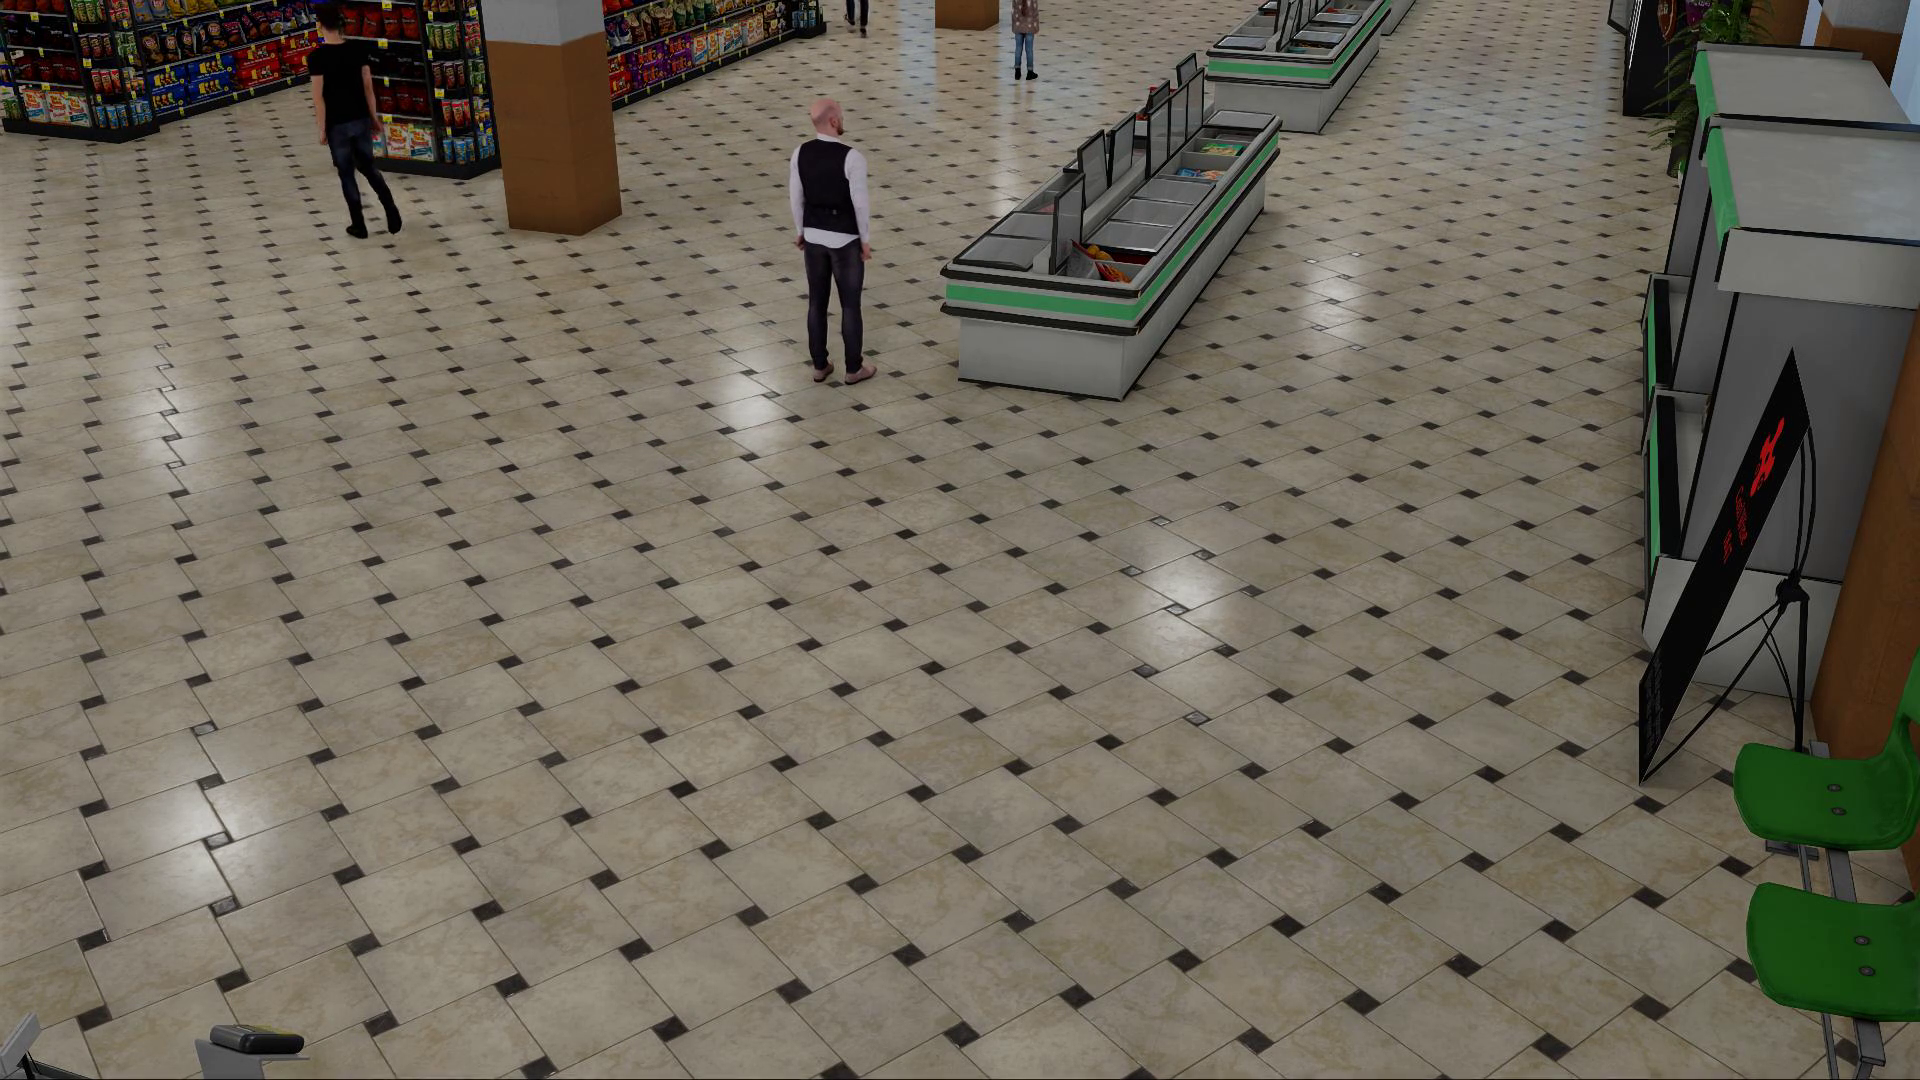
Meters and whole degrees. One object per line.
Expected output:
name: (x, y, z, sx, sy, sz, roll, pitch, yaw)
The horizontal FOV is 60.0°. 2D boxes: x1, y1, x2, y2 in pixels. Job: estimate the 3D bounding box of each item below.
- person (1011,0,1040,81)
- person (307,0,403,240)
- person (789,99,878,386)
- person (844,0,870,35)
person: (0.754, -5.982, 19.381, 0.486, 1.194, 0.469, 8, 28, 15)
person: (-4.888, -3.336, 13.401, 1.024, 1.884, 0.990, -22, 35, -37)
person: (-0.817, -1.890, 10.617, 0.680, 1.823, 0.587, 10, 29, 19)
person: (-1.350, -7.491, 21.828, 1.049, 1.673, 1.178, -7, 28, -14)
